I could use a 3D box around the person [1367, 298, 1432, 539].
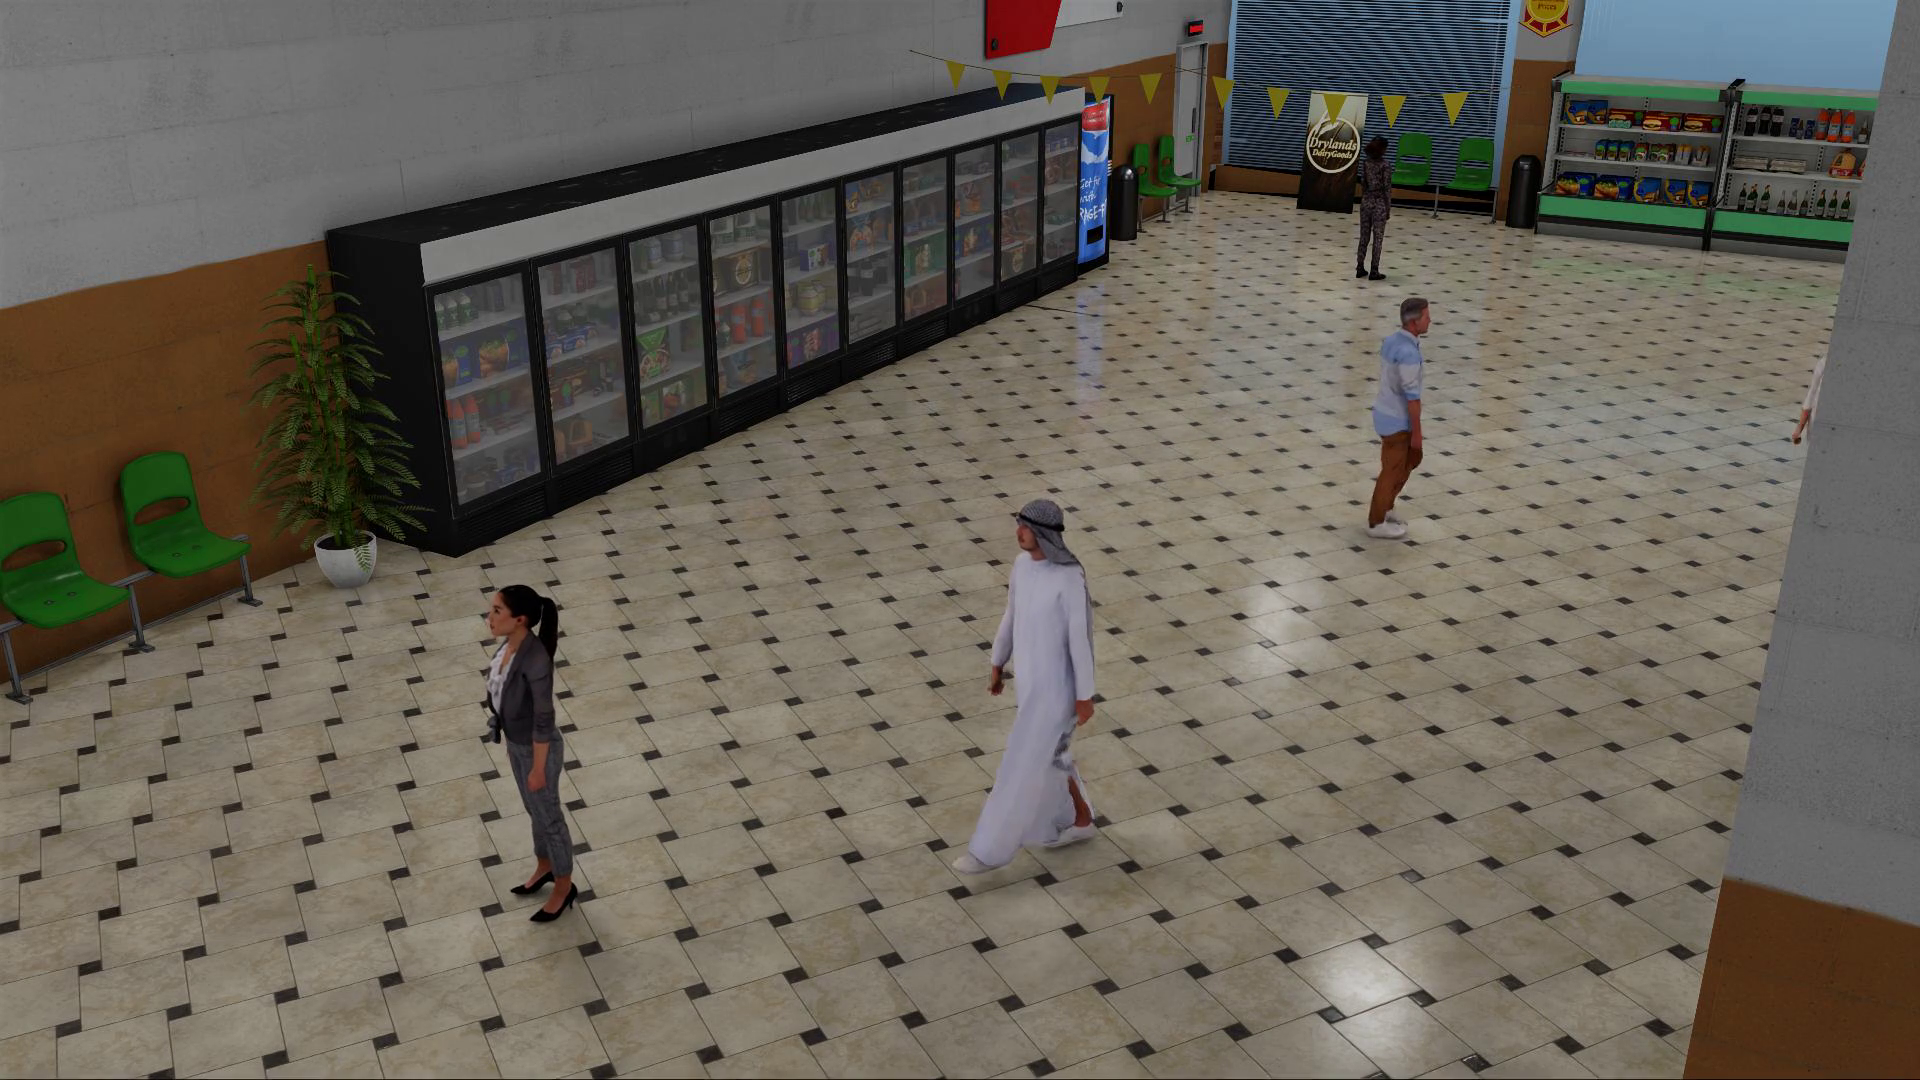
[{"bbox_3d":[3.127,-0.884,12.188,0.834,1.811,0.820,1,22,1],"label":"person"}]

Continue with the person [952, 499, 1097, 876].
[{"bbox_3d":[0.503,0.696,8.141,1.153,1.896,1.190,-11,24,-26],"label":"person"}]

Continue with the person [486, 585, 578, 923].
[{"bbox_3d":[-1.979,0.977,7.733,0.782,1.678,0.688,-12,25,-28],"label":"person"}]

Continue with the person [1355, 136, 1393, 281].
[{"bbox_3d":[5.008,-4.019,20.121,0.716,1.713,0.616,-16,27,-35],"label":"person"}]
